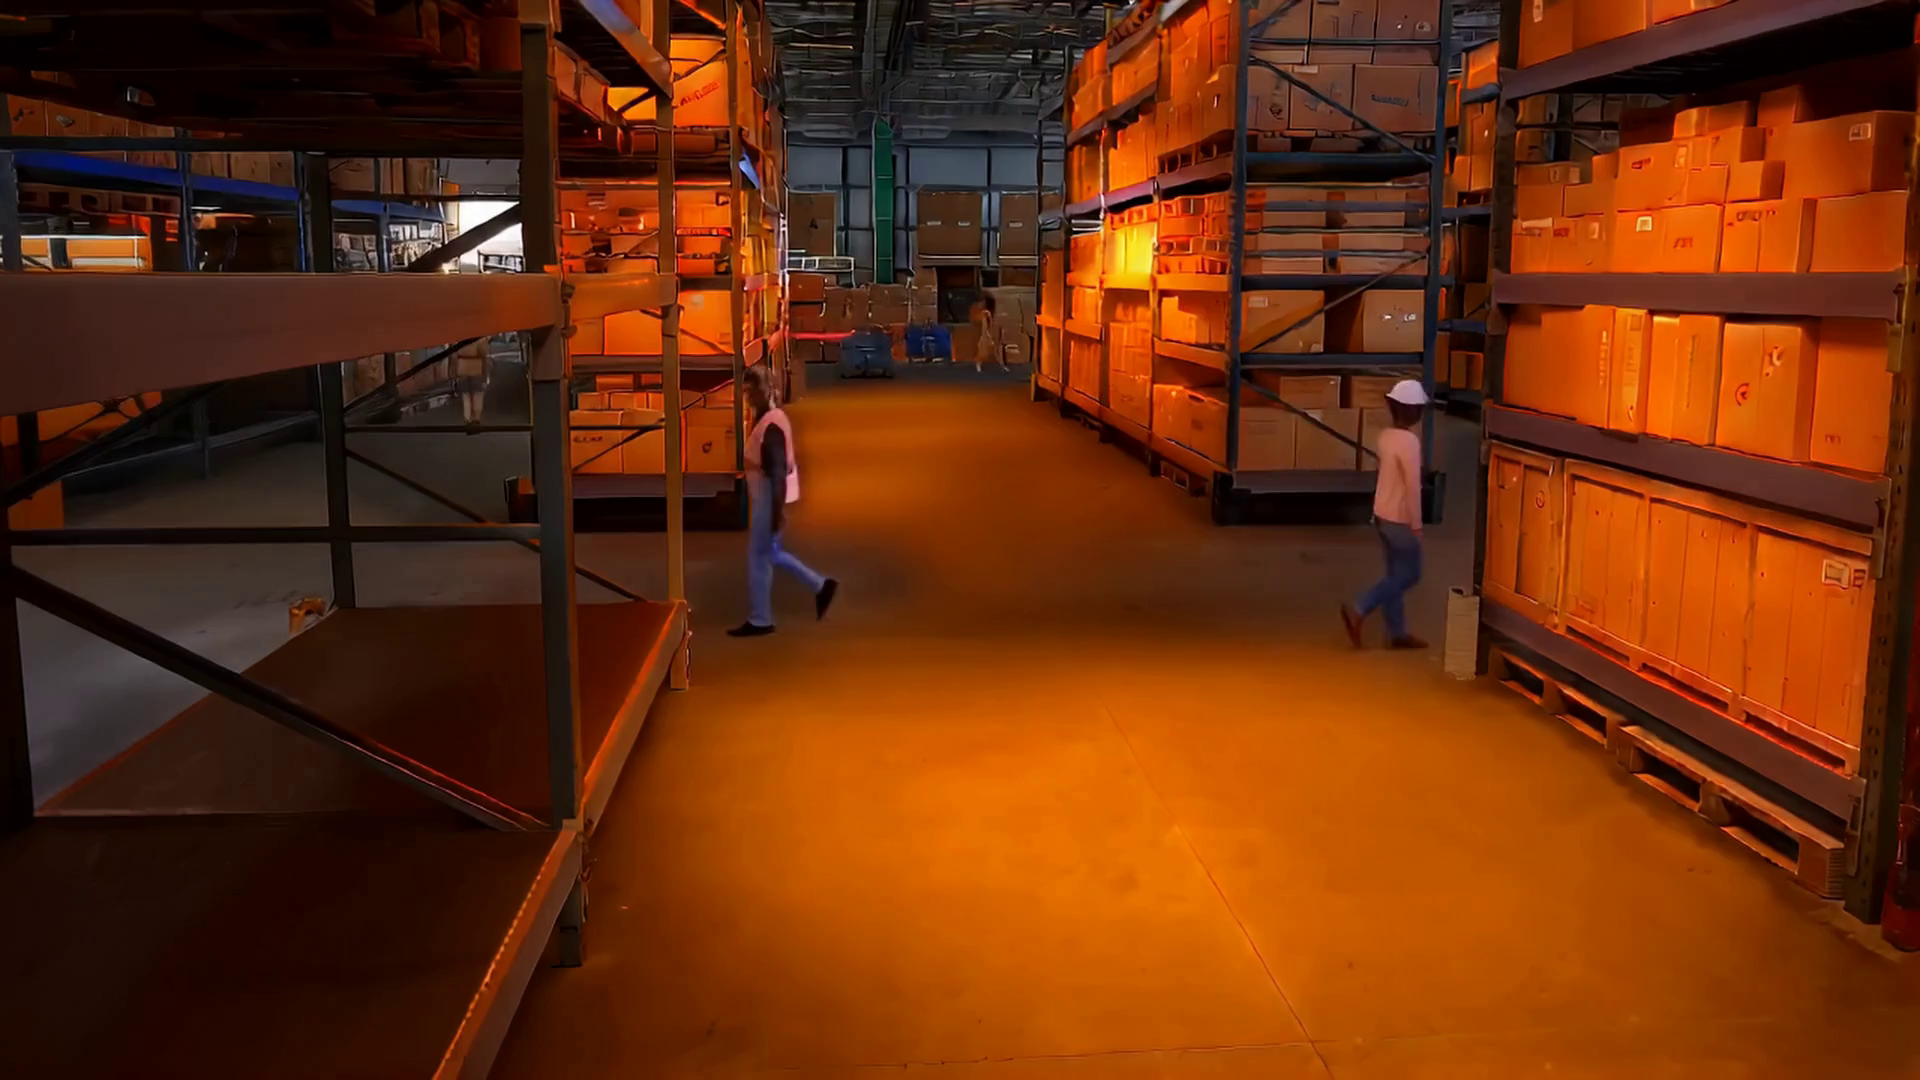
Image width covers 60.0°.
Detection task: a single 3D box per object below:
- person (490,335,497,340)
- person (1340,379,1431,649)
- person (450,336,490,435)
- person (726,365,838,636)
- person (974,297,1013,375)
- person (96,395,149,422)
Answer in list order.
[{"bbox_3d":[-17.798,-8.409,61.877,1.024,1.934,0.645,-1,9,-8],"label":"person"},{"bbox_3d":[2.734,-0.145,10.560,0.565,1.749,0.541,-1,9,-5],"label":"person"},{"bbox_3d":[-7.410,-2.552,25.183,0.575,1.907,0.751,-2,9,-9],"label":"person"},{"bbox_3d":[-1.204,-0.265,11.099,0.673,1.822,0.585,-1,9,-8],"label":"person"},{"bbox_3d":[0.773,-4.877,39.910,0.979,1.874,0.599,3,10,19],"label":"person"},{"bbox_3d":[-13.751,-2.748,27.253,0.866,1.631,0.576,-5,10,-29],"label":"person"}]
